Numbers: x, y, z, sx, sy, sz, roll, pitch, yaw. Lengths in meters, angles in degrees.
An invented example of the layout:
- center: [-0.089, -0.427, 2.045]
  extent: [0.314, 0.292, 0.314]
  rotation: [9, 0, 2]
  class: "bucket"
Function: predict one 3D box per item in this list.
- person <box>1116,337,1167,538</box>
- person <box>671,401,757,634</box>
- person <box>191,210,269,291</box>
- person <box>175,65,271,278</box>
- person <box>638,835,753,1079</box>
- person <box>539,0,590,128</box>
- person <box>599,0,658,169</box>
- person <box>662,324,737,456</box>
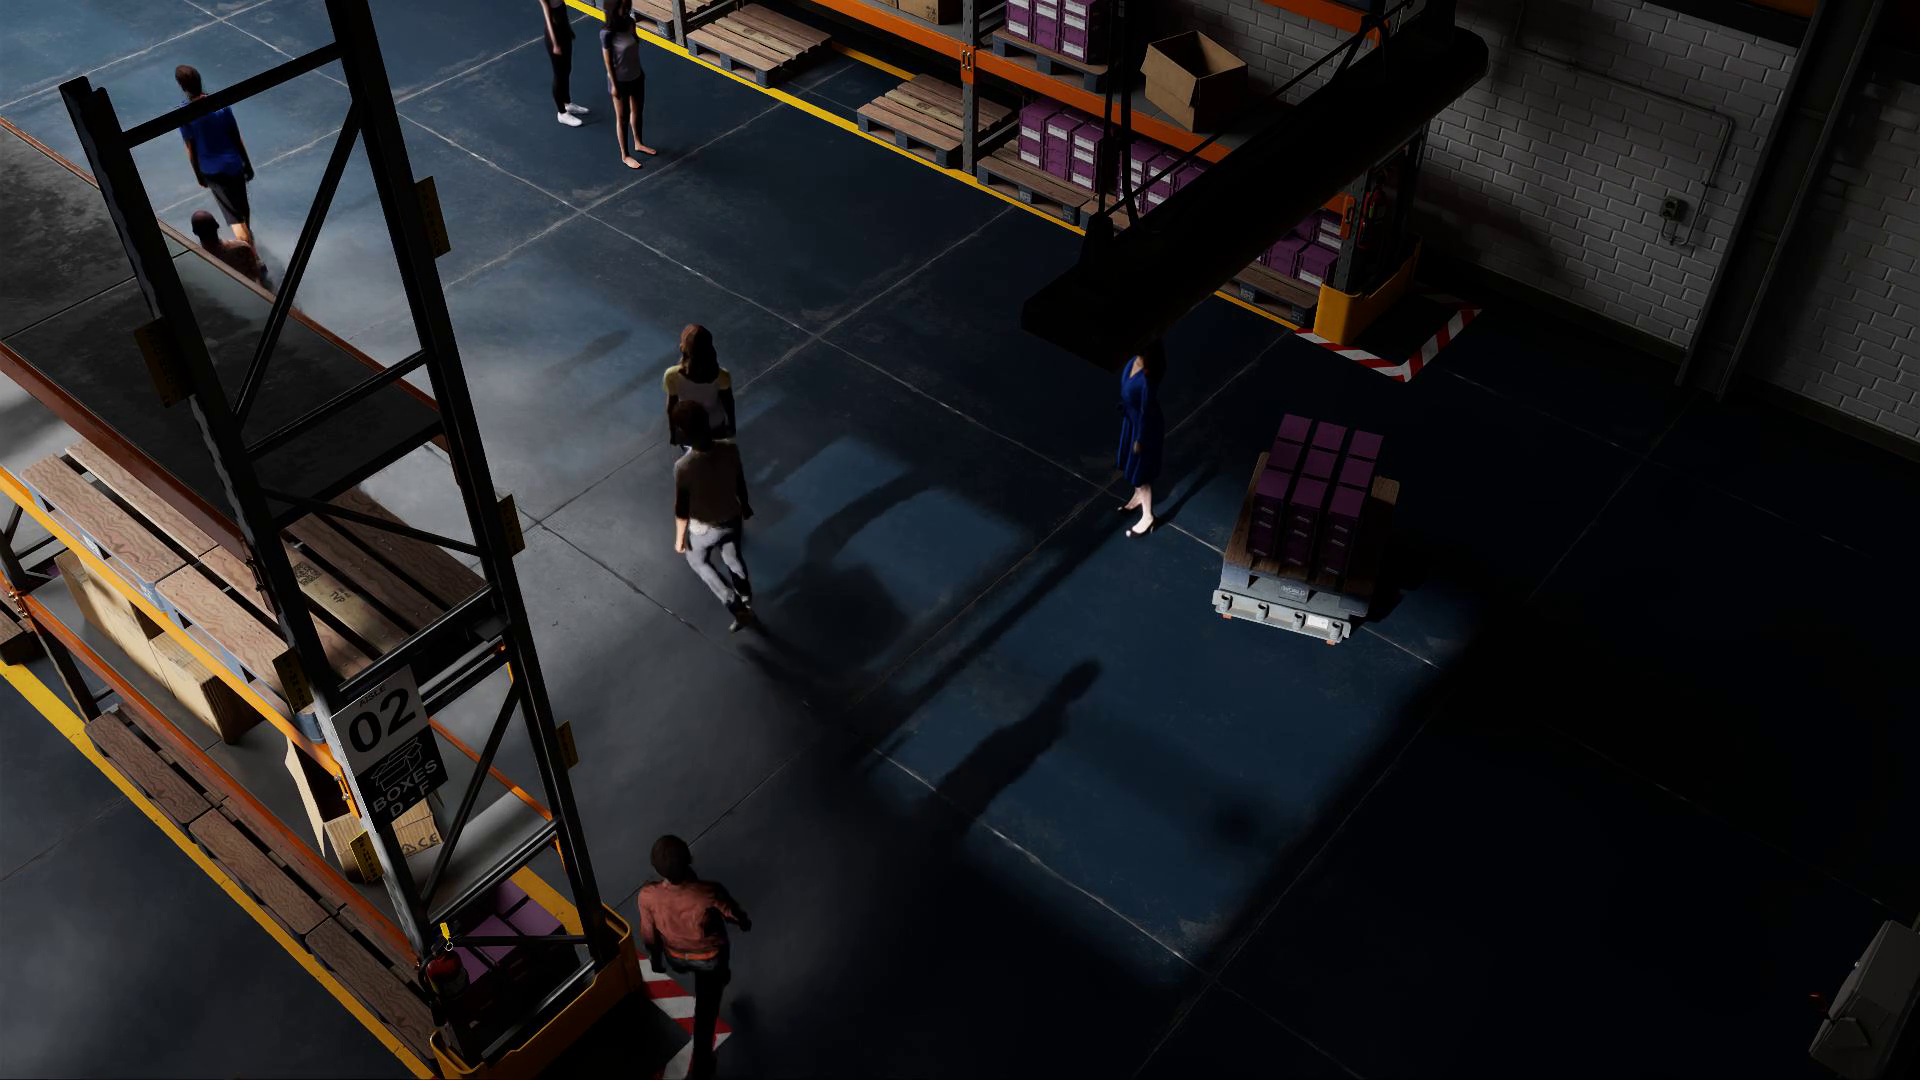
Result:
- center: [1.288, -0.781, 11.731]
  extent: [0.768, 1.824, 0.709]
  rotation: [-3, 44, -3]
  class: "person"
- center: [-1.584, -0.073, 10.954]
  extent: [0.815, 1.870, 0.844]
  rotation: [-28, 50, -26]
  class: "person"
- center: [-5.489, -1.652, 12.692]
  extent: [0.905, 1.760, 1.222]
  rotation: [-27, 50, -26]
  class: "person"
- center: [-6.251, -3.095, 14.166]
  extent: [0.807, 1.815, 1.320]
  rotation: [-28, 50, -26]
  class: "person"
- center: [-1.380, 2.241, 8.637]
  extent: [1.204, 1.716, 1.121]
  rotation: [6, 44, 6]
  class: "person"
- center: [-3.899, -4.877, 16.091]
  extent: [0.678, 1.740, 0.668]
  rotation: [7, 44, 8]
  class: "person"
- center: [-3.125, -4.343, 15.555]
  extent: [0.579, 1.707, 0.631]
  rotation: [22, 48, 22]
  class: "person"
- center: [-1.818, -0.743, 11.770]
  extent: [0.795, 1.714, 0.849]
  rotation: [-7, 44, -7]
  class: "person"
